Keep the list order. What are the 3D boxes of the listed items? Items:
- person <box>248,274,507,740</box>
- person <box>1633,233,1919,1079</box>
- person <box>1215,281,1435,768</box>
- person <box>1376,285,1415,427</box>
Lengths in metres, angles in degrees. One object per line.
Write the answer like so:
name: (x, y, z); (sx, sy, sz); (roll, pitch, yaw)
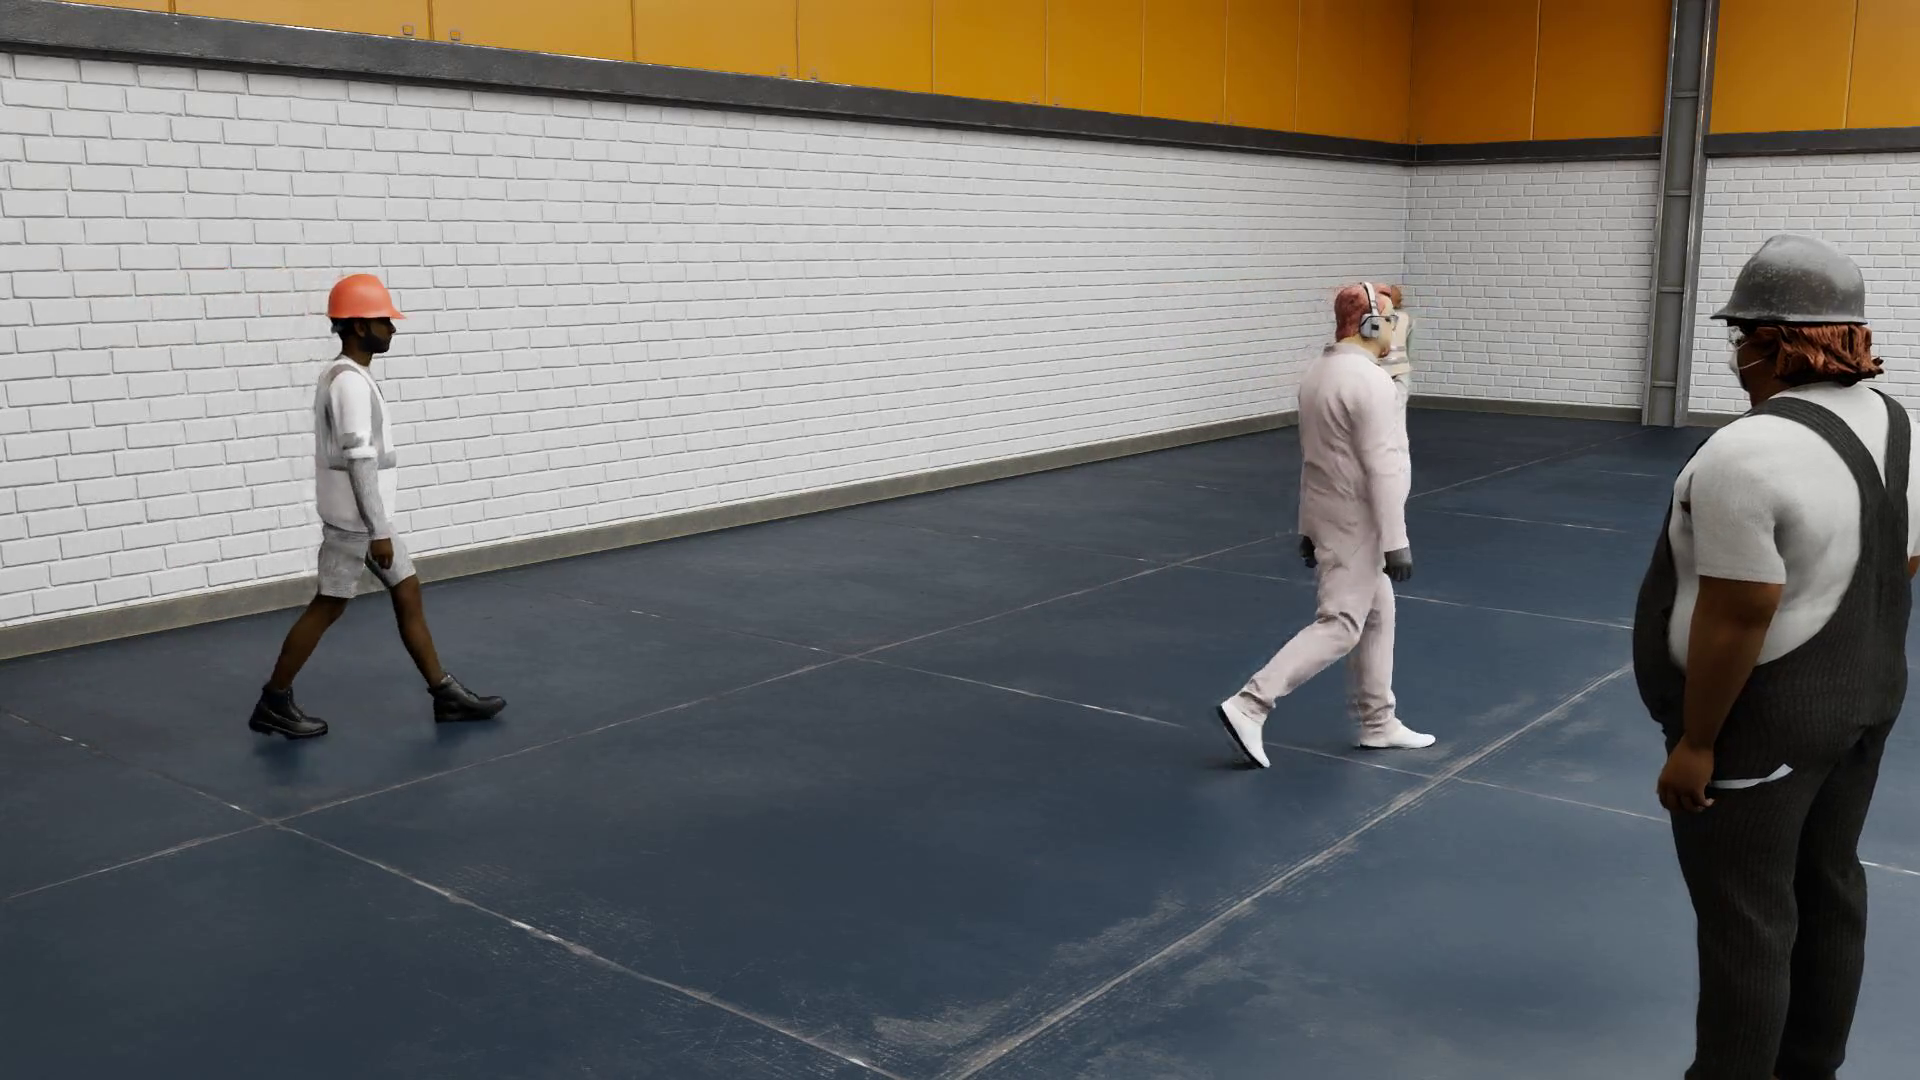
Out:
person: (-2.449, -0.125, 6.751); (1.007, 1.893, 0.566); (-3, 11, -16)
person: (1.743, 0.356, 3.655); (0.683, 2.000, 0.536); (-6, 12, -32)
person: (1.441, -0.053, 6.399); (0.880, 1.874, 0.646); (-1, 10, -3)
person: (3.928, -1.542, 15.386); (0.523, 1.616, 0.656); (-2, 10, -11)
